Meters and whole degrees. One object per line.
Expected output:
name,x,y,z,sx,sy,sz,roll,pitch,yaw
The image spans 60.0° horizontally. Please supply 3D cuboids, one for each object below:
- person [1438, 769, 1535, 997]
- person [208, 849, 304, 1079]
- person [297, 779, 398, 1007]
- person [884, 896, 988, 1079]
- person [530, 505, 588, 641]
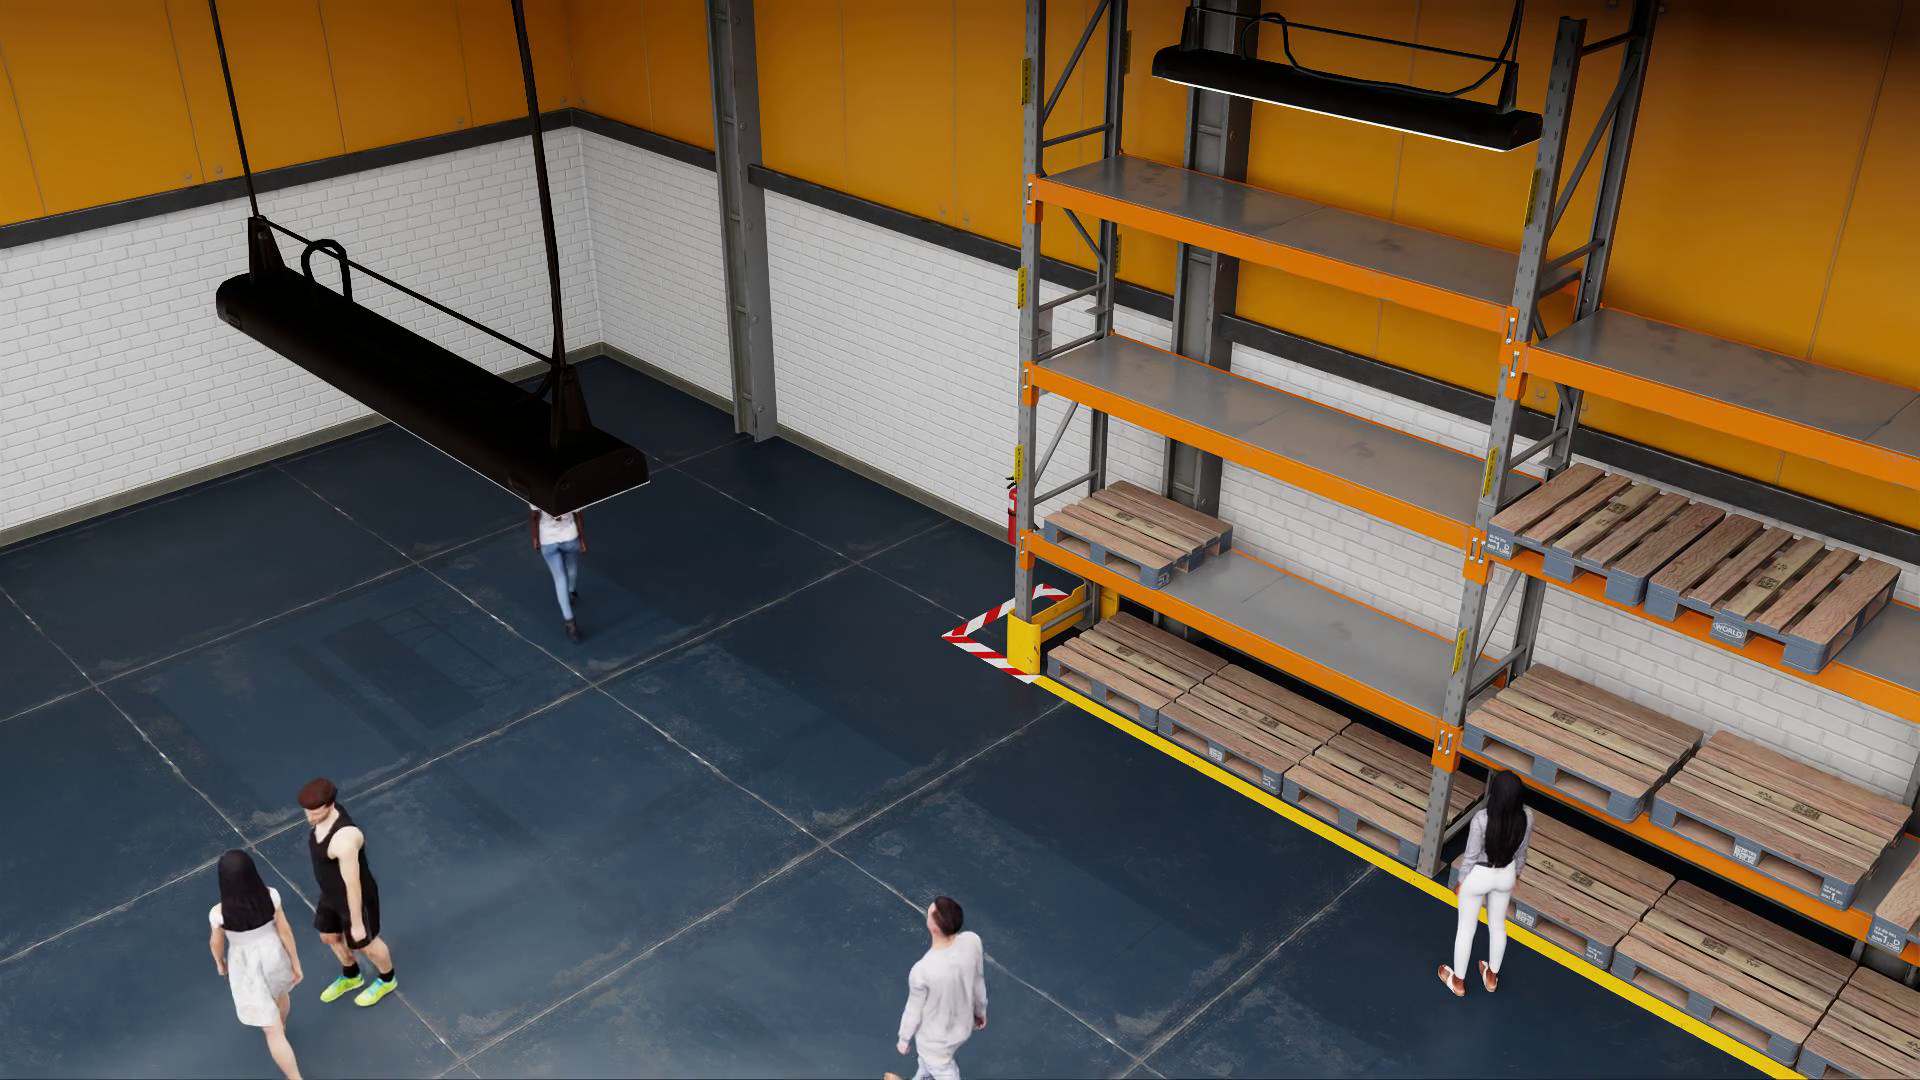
person,3.370,2.173,10.610,0.677,1.725,0.702,-4,29,-8
person,-4.092,2.615,9.790,0.699,1.735,1.081,-20,35,-32
person,-3.820,2.177,10.462,0.788,1.860,0.599,-18,33,-29
person,-0.041,2.808,9.378,1.106,1.790,0.702,25,37,37
person,-3.484,0.073,14.510,0.935,1.676,1.183,-10,30,-17
